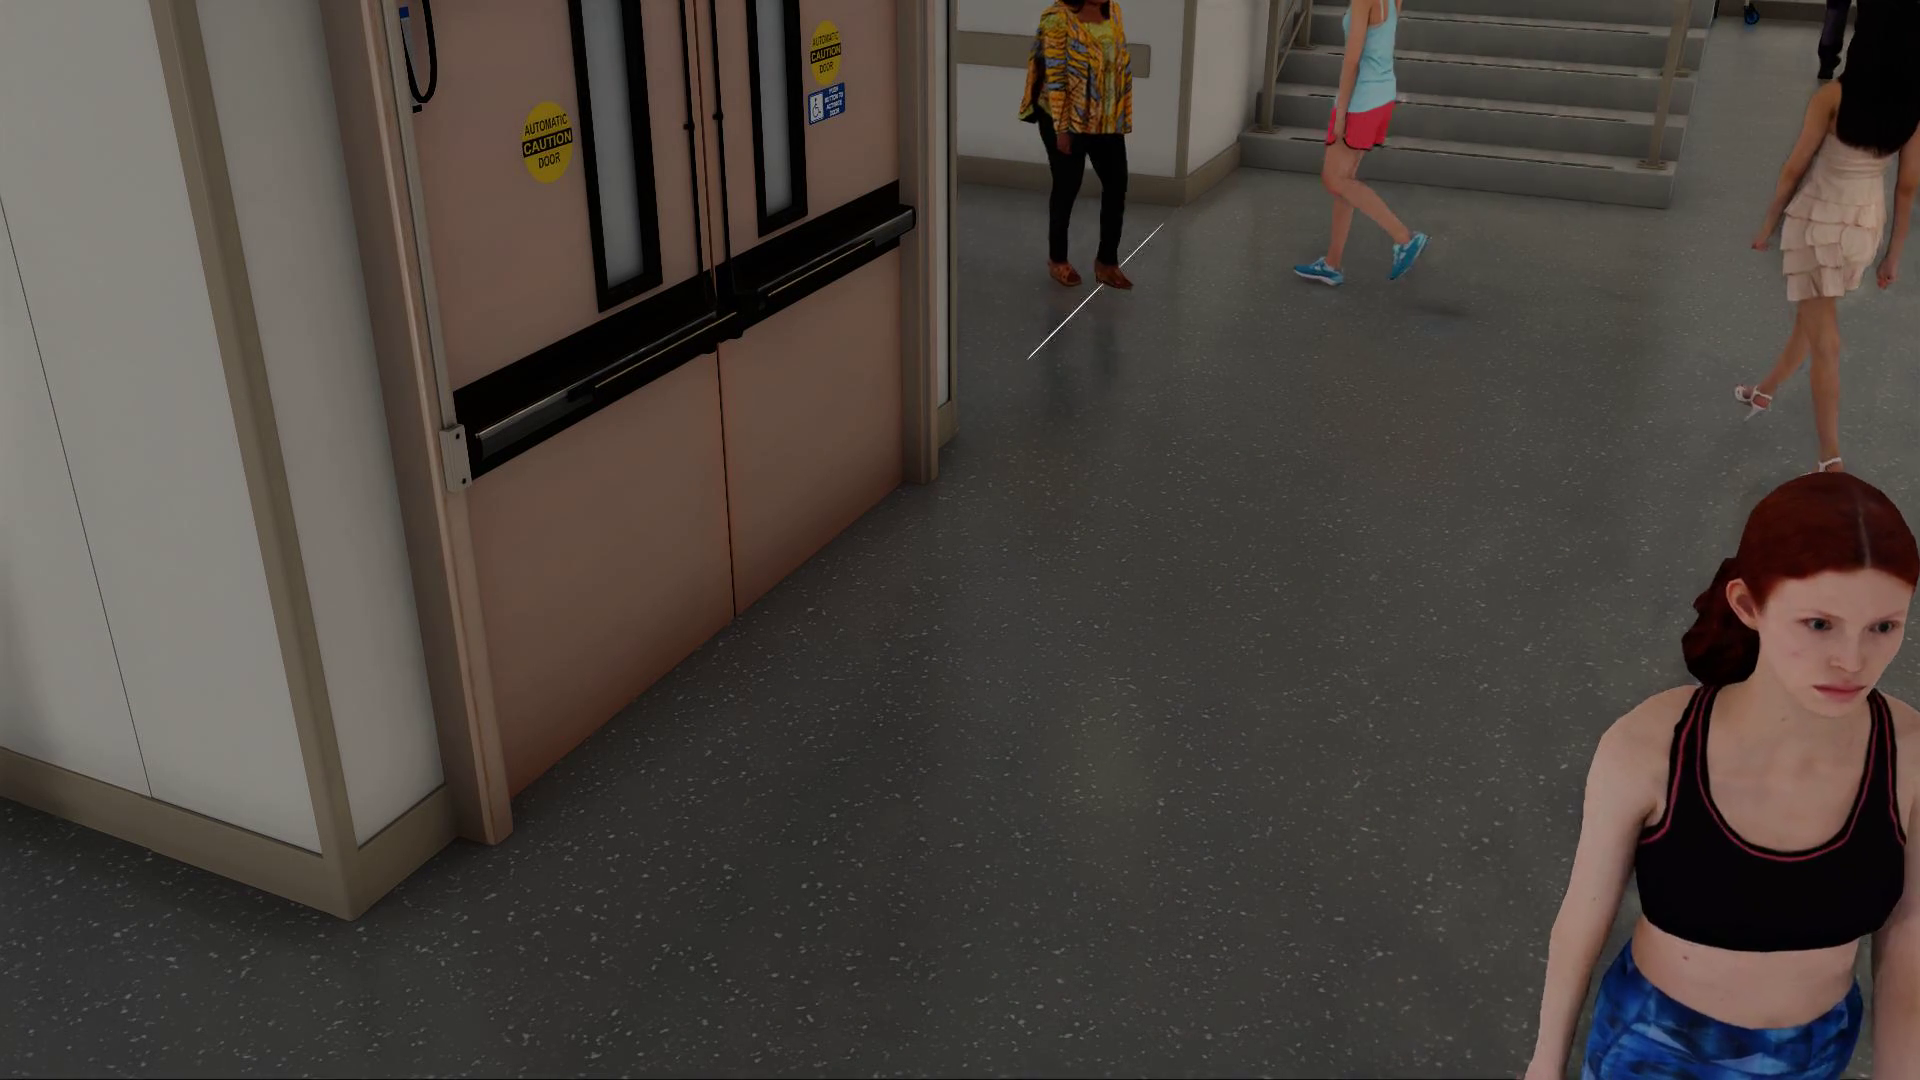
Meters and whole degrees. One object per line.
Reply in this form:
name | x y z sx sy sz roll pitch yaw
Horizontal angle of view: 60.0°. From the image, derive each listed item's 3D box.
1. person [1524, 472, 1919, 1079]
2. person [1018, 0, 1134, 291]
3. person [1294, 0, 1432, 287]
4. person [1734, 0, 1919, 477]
person | 0.955 0.715 2.238 0.938 1.722 1.269 0 26 -1
person | 0.534 -2.013 7.996 0.870 1.634 0.933 -18 31 -33
person | 1.979 -2.029 7.896 0.770 1.750 0.934 19 31 33
person | 3.061 -0.963 5.766 0.892 1.681 1.142 -1 26 -2
